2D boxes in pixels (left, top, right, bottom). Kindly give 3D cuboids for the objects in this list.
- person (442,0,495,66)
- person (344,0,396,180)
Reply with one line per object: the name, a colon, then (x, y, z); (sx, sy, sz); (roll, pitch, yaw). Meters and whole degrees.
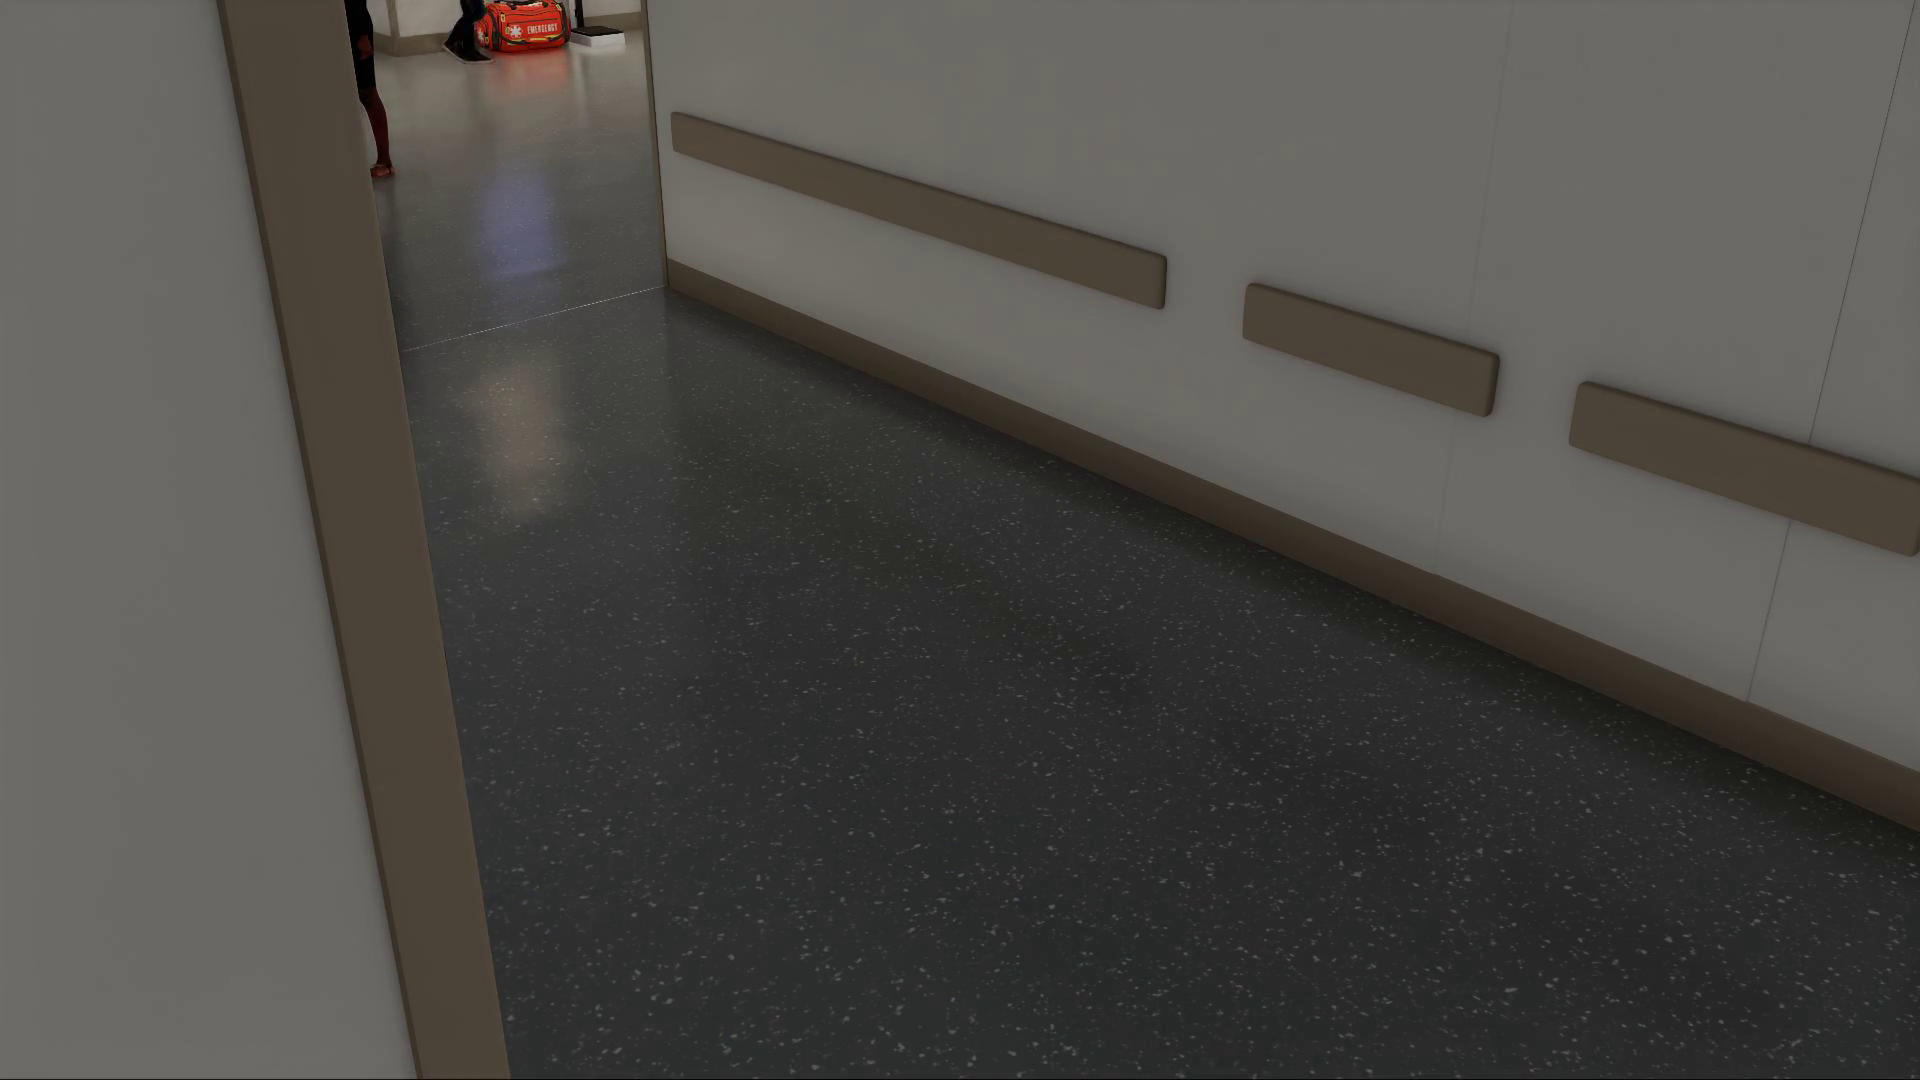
person: (-4.153, -4.644, 13.677); (0.736, 1.454, 0.680); (-5, 26, -9)
person: (-3.736, -3.068, 10.100); (0.673, 1.722, 0.669); (9, 27, 19)
